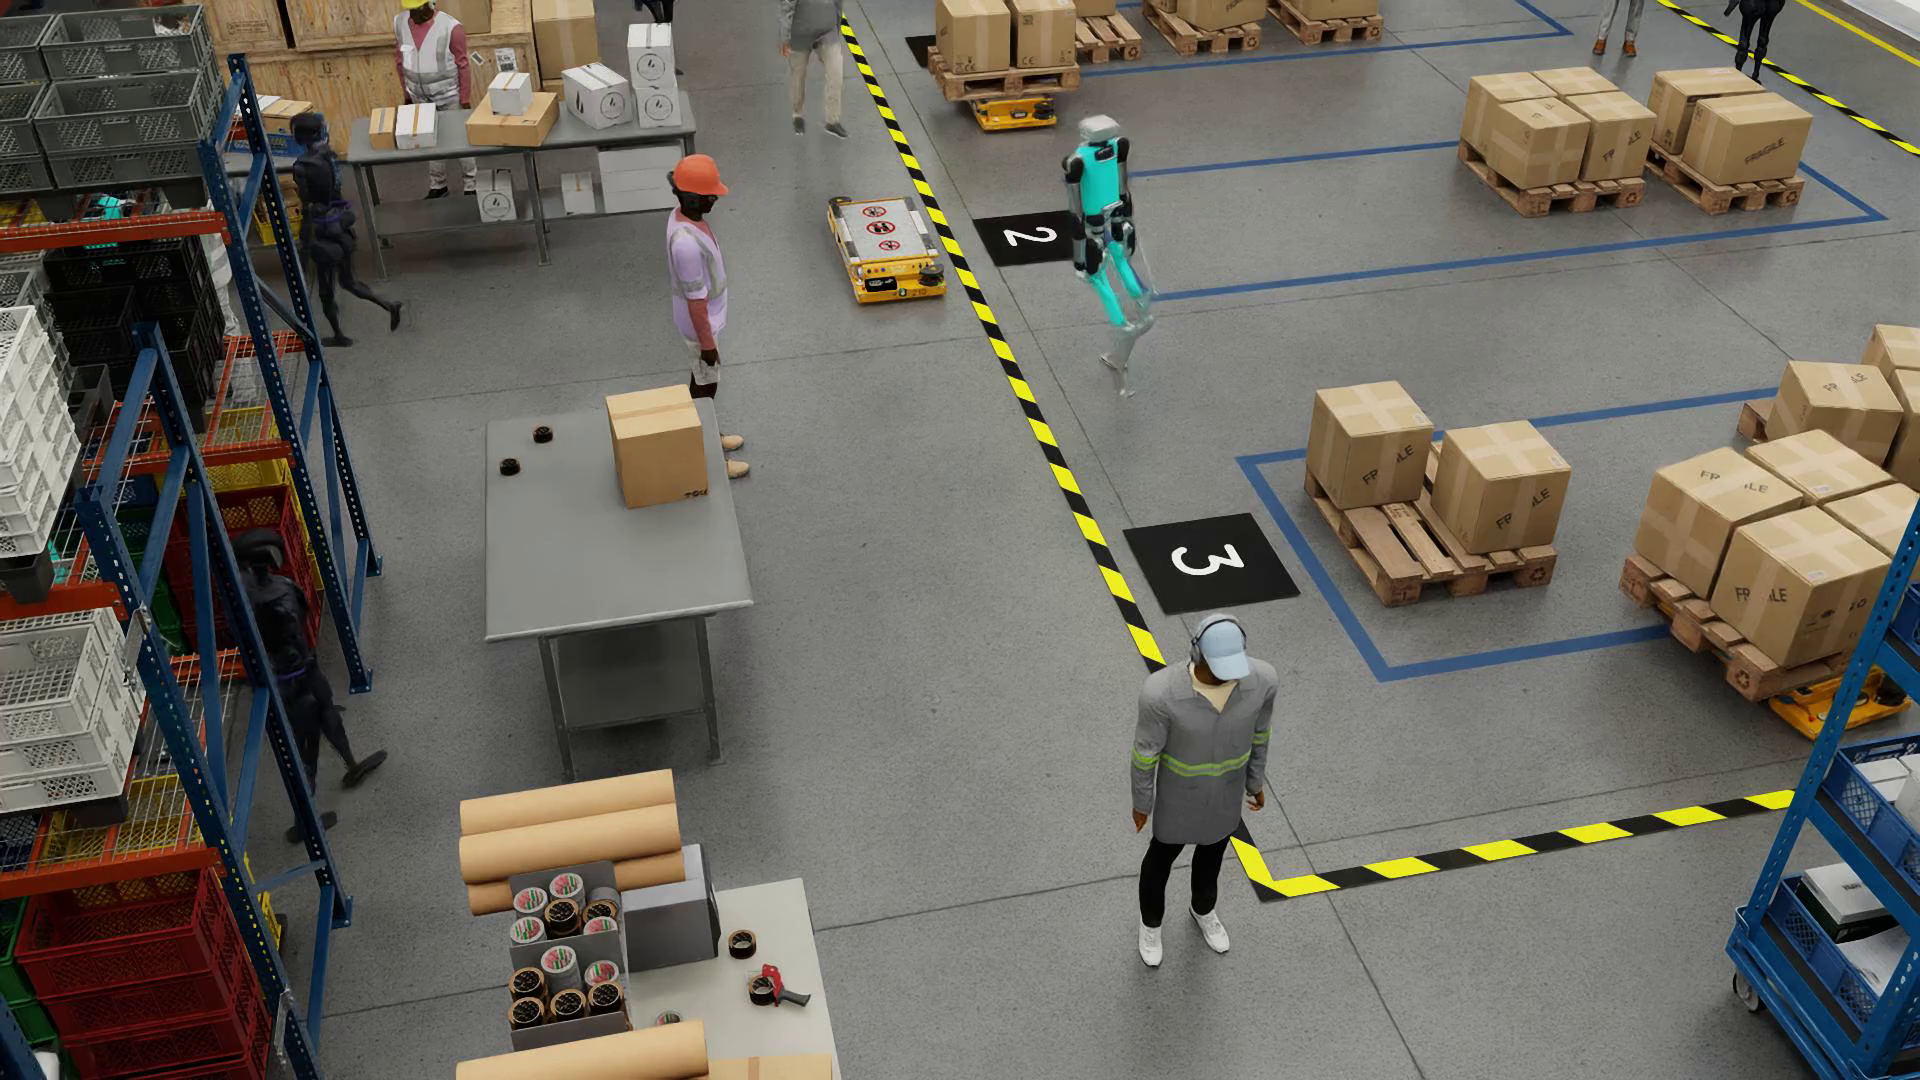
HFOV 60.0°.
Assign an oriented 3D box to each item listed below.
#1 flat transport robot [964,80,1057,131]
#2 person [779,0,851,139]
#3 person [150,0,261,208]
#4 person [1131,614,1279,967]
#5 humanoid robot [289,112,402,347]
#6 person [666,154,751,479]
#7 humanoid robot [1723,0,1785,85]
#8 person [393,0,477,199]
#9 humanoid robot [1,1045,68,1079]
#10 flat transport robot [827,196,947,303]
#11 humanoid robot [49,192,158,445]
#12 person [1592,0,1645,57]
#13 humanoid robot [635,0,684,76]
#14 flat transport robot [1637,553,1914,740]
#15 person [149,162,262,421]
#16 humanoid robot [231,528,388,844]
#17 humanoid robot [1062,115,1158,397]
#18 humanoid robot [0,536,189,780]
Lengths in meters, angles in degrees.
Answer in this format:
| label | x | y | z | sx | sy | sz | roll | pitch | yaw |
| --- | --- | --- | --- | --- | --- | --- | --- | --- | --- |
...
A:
| label | x | y | z | sx | sy | sz | roll | pitch | yaw |
| --- | --- | --- | --- | --- | --- | --- | --- | --- | --- |
| flat transport robot | 0.369 | -4.080 | 15.013 | 0.652 | 0.197 | 1.431 | -8 | 37 | -10 |
| person | -1.238 | -4.218 | 13.996 | 0.654 | 1.730 | 0.686 | -16 | 40 | -21 |
| person | -5.695 | -3.295 | 12.645 | 0.776 | 1.859 | 0.604 | -7 | 37 | -9 |
| person | 0.992 | 1.035 | 6.836 | 0.599 | 1.850 | 0.390 | -8 | 37 | -10 |
| humanoid robot | -4.187 | -2.049 | 11.139 | 0.555 | 1.647 | 0.608 | 4 | 37 | 6 |
| person | -1.499 | -1.311 | 9.836 | 0.383 | 2.038 | 0.604 | -6 | 37 | -8 |
| humanoid robot | 7.205 | -4.903 | 14.951 | 0.599 | 1.658 | 0.315 | -13 | 39 | -17 |
| person | -4.075 | -3.472 | 12.914 | 0.586 | 1.828 | 0.404 | 6 | 37 | 8 |
| humanoid robot | -2.475 | 2.219 | 5.412 | 0.851 | 1.854 | 0.567 | -10 | 38 | -13 |
| flat transport robot | -0.570 | -2.220 | 12.538 | 0.659 | 0.231 | 1.431 | -8 | 37 | -10 |
| humanoid robot | -5.084 | -1.315 | 10.005 | 0.534 | 1.694 | 0.741 | -5 | 37 | -6 |
| person | 6.356 | -5.490 | 15.581 | 0.587 | 1.884 | 0.361 | 8 | 37 | 10 |
| humanoid robot | -2.829 | -5.184 | 15.367 | 0.589 | 1.646 | 0.693 | -30 | 46 | -34 |
| flat transport robot | 4.299 | 0.472 | 8.897 | 0.652 | 0.197 | 1.431 | -14 | 39 | -18 |
| person | -4.740 | -1.661 | 10.380 | 0.383 | 1.948 | 0.604 | -16 | 39 | -20 |
| humanoid robot | -2.978 | 0.620 | 7.550 | 0.648 | 1.636 | 0.589 | -31 | 46 | -35 |
| humanoid robot | 1.069 | -1.772 | 10.748 | 0.541 | 1.820 | 0.824 | -29 | 46 | -33 |
| humanoid robot | -3.931 | 0.434 | 7.692 | 0.693 | 1.740 | 0.530 | -7 | 37 | -9 |
